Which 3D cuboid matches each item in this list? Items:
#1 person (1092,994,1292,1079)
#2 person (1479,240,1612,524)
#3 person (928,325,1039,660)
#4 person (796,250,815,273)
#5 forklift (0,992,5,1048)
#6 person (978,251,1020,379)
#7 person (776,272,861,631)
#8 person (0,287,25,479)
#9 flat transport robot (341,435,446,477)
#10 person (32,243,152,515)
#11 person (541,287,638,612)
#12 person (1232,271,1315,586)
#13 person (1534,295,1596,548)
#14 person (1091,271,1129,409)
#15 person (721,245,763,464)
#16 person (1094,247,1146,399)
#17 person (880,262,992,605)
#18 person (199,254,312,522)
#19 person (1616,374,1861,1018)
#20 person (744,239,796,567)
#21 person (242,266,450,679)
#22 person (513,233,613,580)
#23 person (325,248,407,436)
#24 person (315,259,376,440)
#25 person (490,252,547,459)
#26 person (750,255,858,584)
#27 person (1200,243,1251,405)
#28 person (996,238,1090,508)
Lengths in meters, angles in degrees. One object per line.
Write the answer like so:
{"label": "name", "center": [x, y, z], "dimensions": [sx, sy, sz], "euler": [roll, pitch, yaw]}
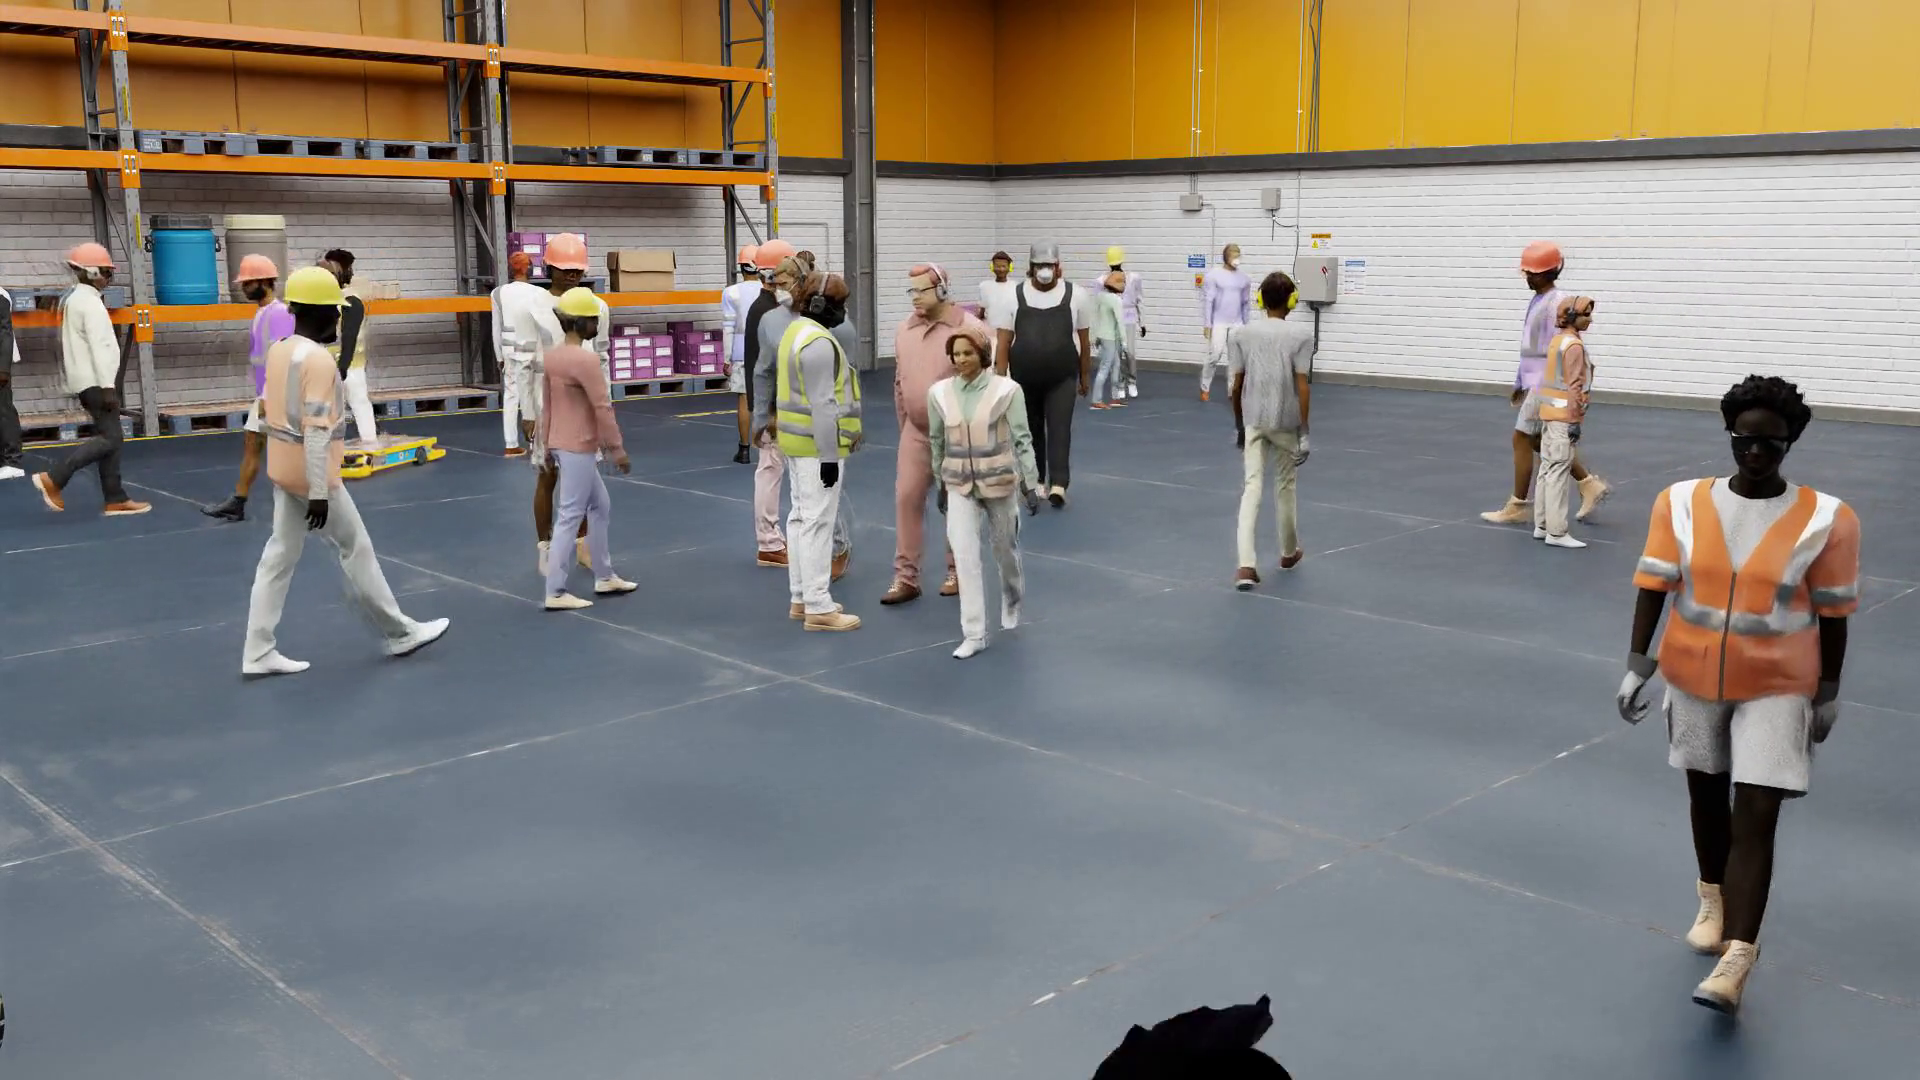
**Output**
{"label": "person", "center": [0.193, 1.043, 1.076], "dimensions": [0.739, 1.599, 0.506], "euler": [-7, 12, -33]}
{"label": "person", "center": [4.125, -1.070, 11.530], "dimensions": [0.835, 1.996, 0.603], "euler": [2, 11, 11]}
{"label": "person", "center": [0.143, -0.270, 8.228], "dimensions": [0.557, 1.599, 0.822], "euler": [3, 11, 17]}
{"label": "person", "center": [-1.936, -2.675, 20.713], "dimensions": [0.430, 1.836, 0.620], "euler": [-7, 13, -35]}
{"label": "forklift", "center": [-3.245, 0.323, 3.363], "dimensions": [2.313, 2.155, 1.214], "euler": [2, 11, 13]}
{"label": "person", "center": [0.419, -2.124, 17.631], "dimensions": [0.561, 1.855, 0.400], "euler": [2, 11, 8]}
{"label": "person", "center": [-0.724, -0.461, 8.603], "dimensions": [0.430, 1.843, 0.625], "euler": [-3, 11, -16]}
{"label": "person", "center": [-8.093, -1.468, 13.889], "dimensions": [0.593, 1.917, 0.392], "euler": [6, 12, 32]}
{"label": "flat transport robot", "center": [-5.123, -0.740, 14.408], "dimensions": [0.652, 0.197, 1.431], "euler": [2, 11, 13]}
{"label": "person", "center": [-6.240, -1.122, 11.842], "dimensions": [0.680, 1.971, 0.628], "euler": [-8, 13, -36]}
{"label": "person", "center": [-1.985, -0.492, 9.053], "dimensions": [0.743, 1.742, 0.533], "euler": [-7, 12, -33]}
{"label": "person", "center": [1.822, -0.655, 9.757], "dimensions": [0.512, 1.811, 0.989], "euler": [5, 11, 24]}
{"label": "person", "center": [3.948, -0.775, 10.874], "dimensions": [0.315, 1.636, 0.515], "euler": [1, 10, 5]}
{"label": "person", "center": [1.821, -2.327, 19.400], "dimensions": [0.652, 1.606, 0.521], "euler": [-3, 11, -17]}
{"label": "person", "center": [-1.851, -1.648, 14.815], "dimensions": [0.551, 1.935, 0.371], "euler": [-3, 11, -18]}
{"label": "person", "center": [1.976, -2.672, 20.558], "dimensions": [0.644, 1.876, 0.531], "euler": [2, 11, 9]}
{"label": "person", "center": [-0.168, -0.573, 9.133], "dimensions": [0.631, 1.864, 0.860], "euler": [5, 12, 26]}
{"label": "person", "center": [-4.893, -1.071, 11.810], "dimensions": [0.998, 1.882, 0.561], "euler": [-9, 14, -41]}
{"label": "person", "center": [2.033, 0.399, 4.417], "dimensions": [0.538, 1.660, 0.847], "euler": [8, 13, 39]}
{"label": "person", "center": [-1.131, -0.836, 10.228], "dimensions": [0.380, 1.994, 0.618], "euler": [-1, 10, -3]}
{"label": "person", "center": [-2.937, -0.318, 7.719], "dimensions": [0.974, 1.871, 0.613], "euler": [-9, 14, -42]}
{"label": "person", "center": [-2.310, -0.782, 9.832], "dimensions": [0.605, 2.034, 0.388], "euler": [-9, 13, -39]}
{"label": "person", "center": [-5.768, -1.733, 15.391], "dimensions": [1.061, 1.903, 0.584], "euler": [-3, 11, -14]}
{"label": "person", "center": [-5.471, -1.506, 14.400], "dimensions": [0.632, 1.806, 0.887], "euler": [8, 13, 36]}
{"label": "person", "center": [-3.979, -1.675, 15.144], "dimensions": [0.574, 1.876, 0.340], "euler": [3, 11, 14]}
{"label": "person", "center": [-0.889, -0.671, 9.573], "dimensions": [0.638, 1.910, 0.486], "euler": [7, 12, 33]}
{"label": "person", "center": [3.196, -2.593, 19.990], "dimensions": [0.650, 1.937, 0.536], "euler": [-4, 11, -19]}
{"label": "person", "center": [0.605, -1.255, 12.387], "dimensions": [0.706, 2.000, 0.992], "euler": [1, 10, 7]}
